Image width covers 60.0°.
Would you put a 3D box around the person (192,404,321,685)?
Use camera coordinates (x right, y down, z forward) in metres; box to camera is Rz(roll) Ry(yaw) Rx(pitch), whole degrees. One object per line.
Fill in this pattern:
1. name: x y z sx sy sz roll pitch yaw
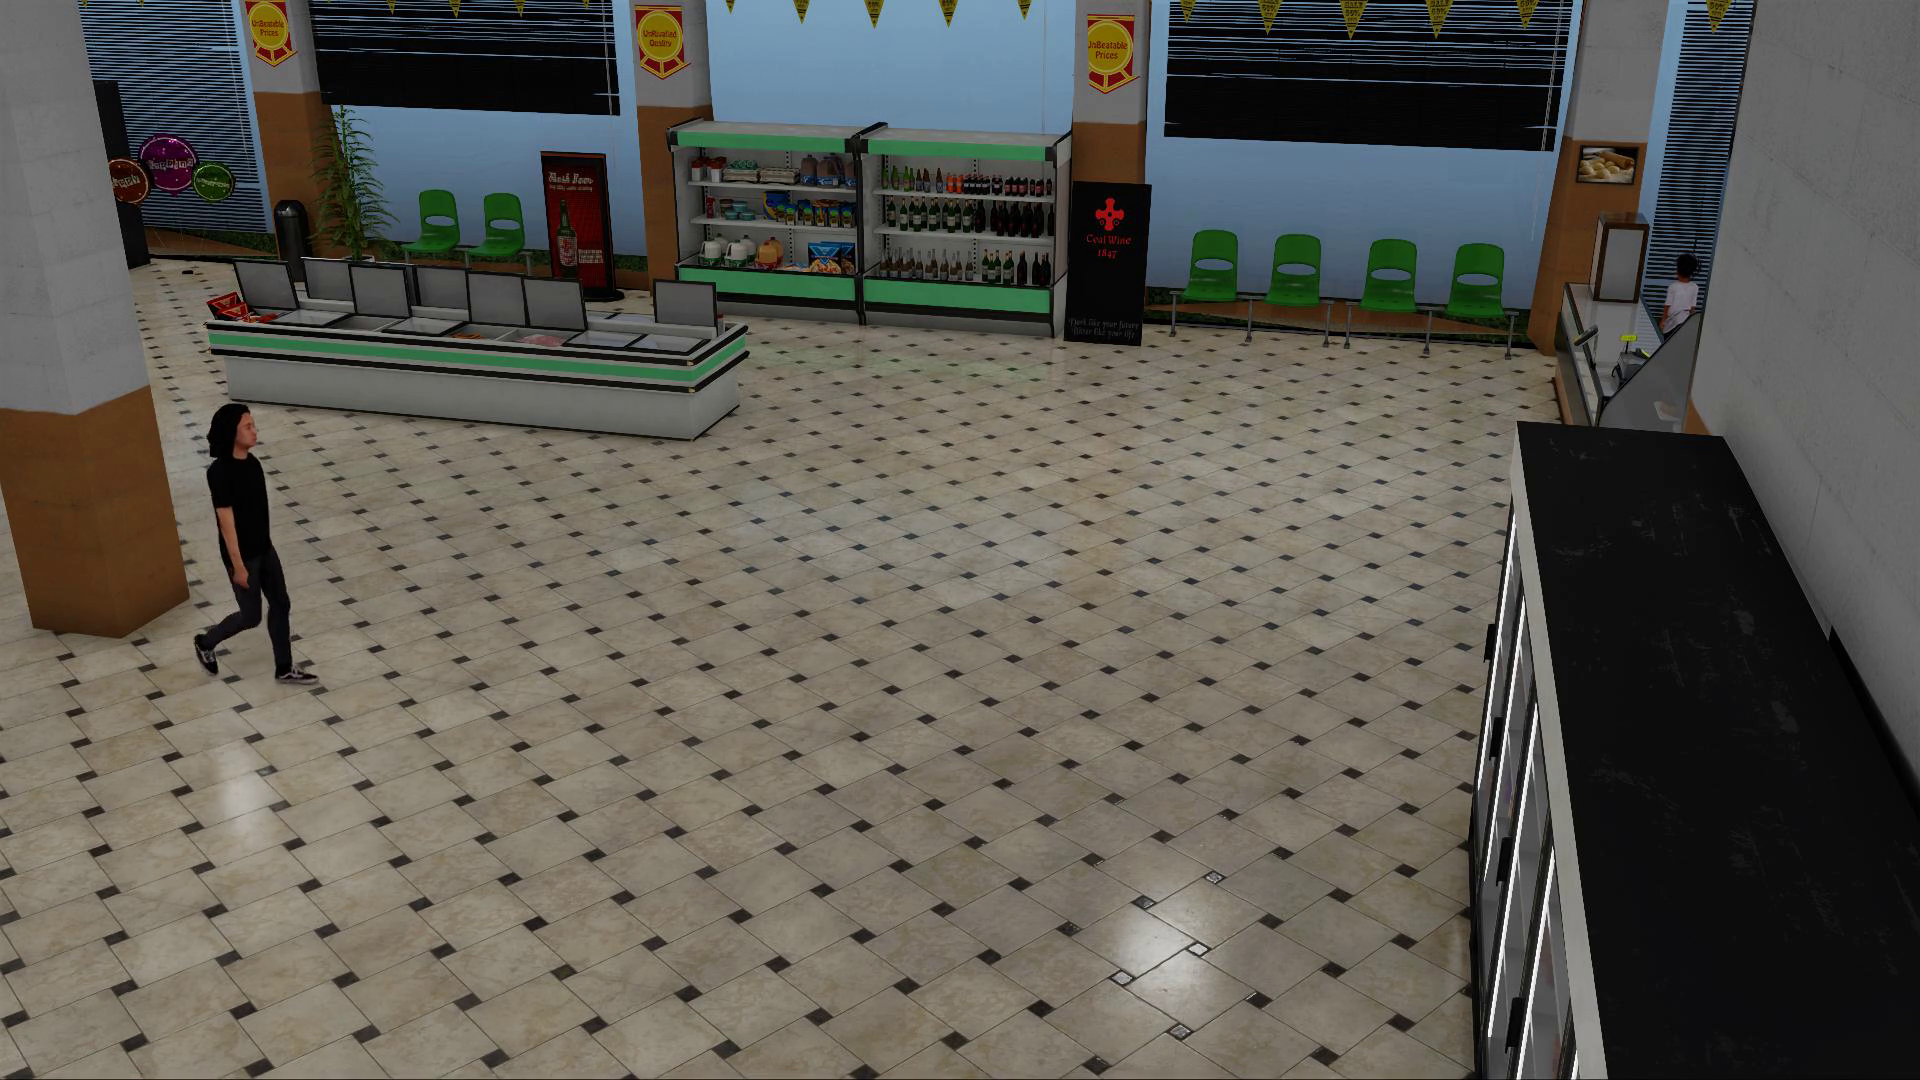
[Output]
1. person: -4.391 0.058 10.078 0.983 1.817 0.695 3 22 8

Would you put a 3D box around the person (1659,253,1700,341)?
1. person: 7.104 -2.203 16.450 0.531 1.262 0.618 -2 22 -6
